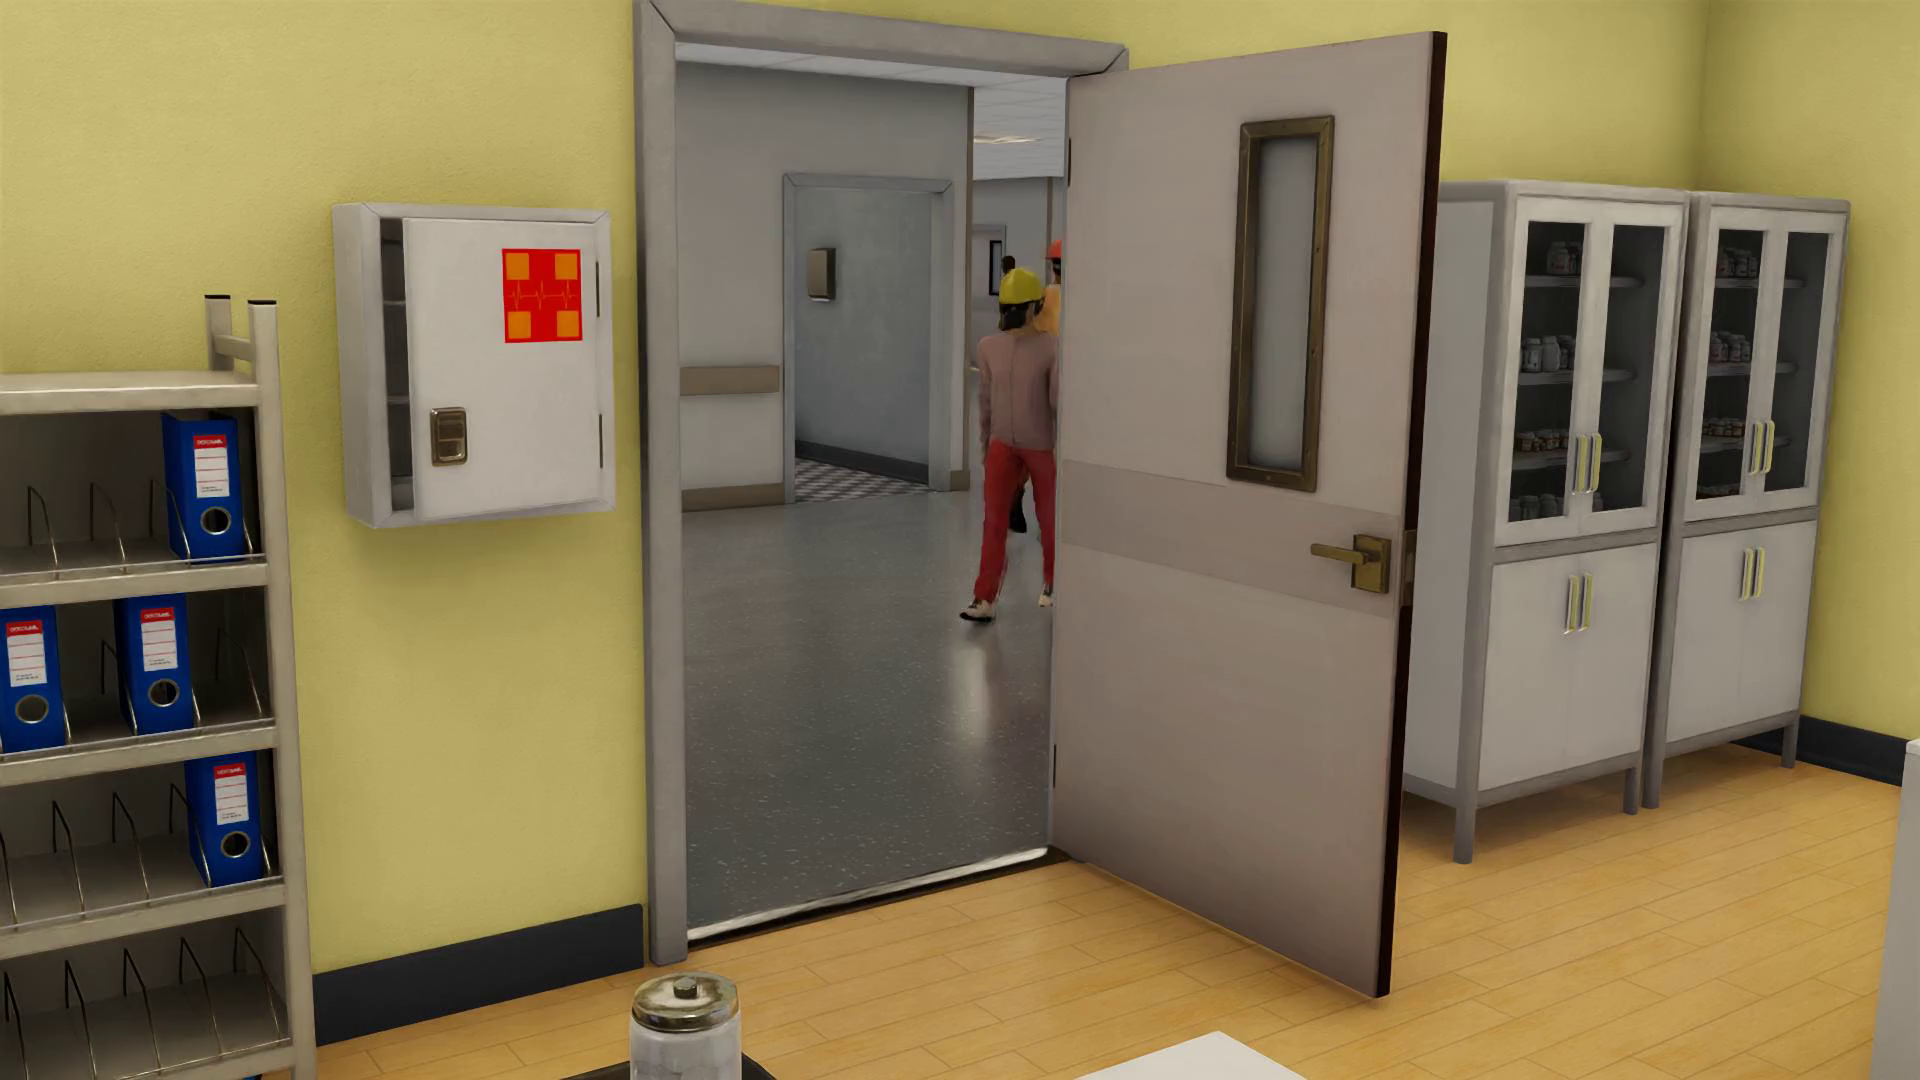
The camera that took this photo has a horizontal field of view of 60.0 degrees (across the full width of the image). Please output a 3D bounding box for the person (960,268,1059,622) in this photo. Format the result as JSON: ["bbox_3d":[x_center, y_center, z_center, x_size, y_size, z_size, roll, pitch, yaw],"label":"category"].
[{"bbox_3d":[0.310,-0.468,8.168,0.537,1.709,0.924,5,10,23],"label":"person"}]
